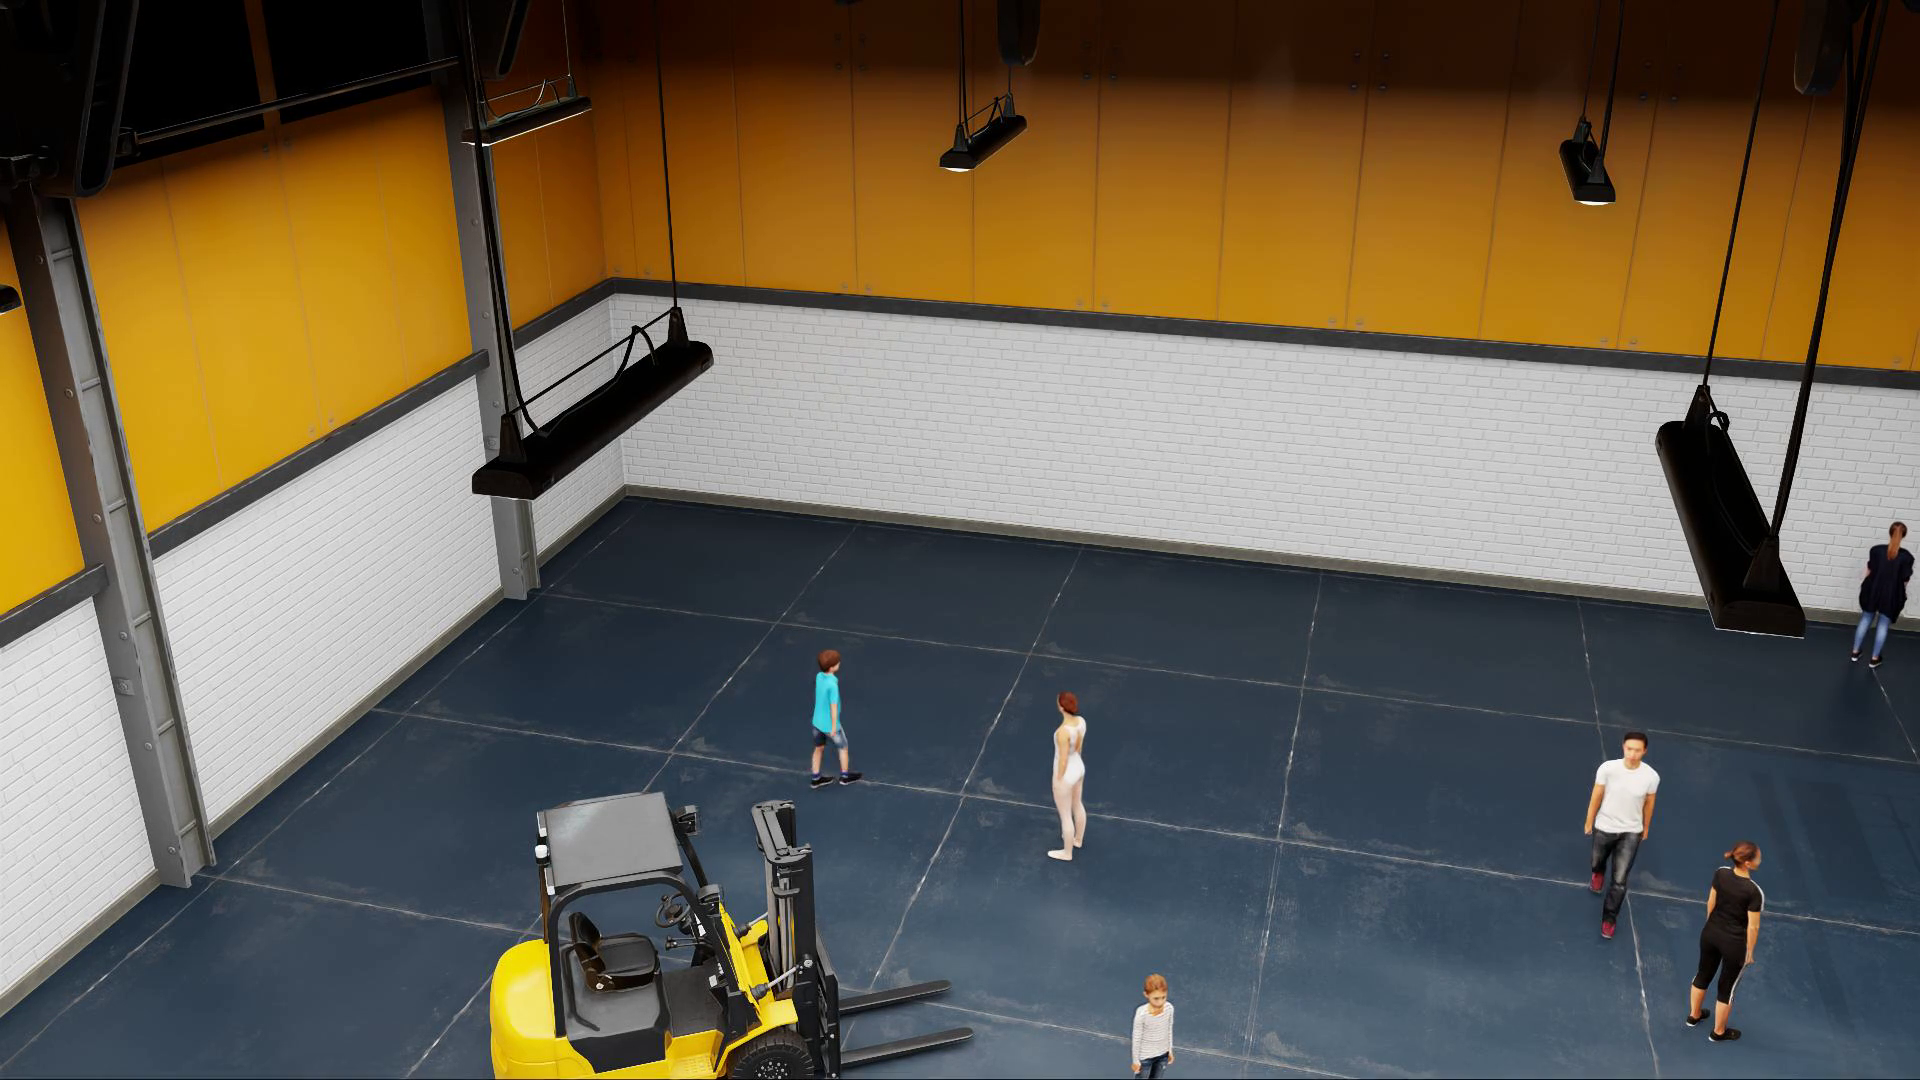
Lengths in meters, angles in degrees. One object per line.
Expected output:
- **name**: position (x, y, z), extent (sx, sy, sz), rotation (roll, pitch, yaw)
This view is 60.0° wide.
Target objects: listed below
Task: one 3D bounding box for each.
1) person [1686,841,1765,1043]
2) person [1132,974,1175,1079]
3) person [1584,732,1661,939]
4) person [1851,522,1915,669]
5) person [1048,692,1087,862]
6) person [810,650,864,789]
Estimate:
- **person**: position (5.767, 2.995, 12.502), extent (0.713, 1.668, 0.639), rotation (-11, 26, -24)
- **person**: position (1.336, 3.580, 11.605), extent (0.554, 1.315, 0.606), rotation (-11, 26, -23)
- **person**: position (5.481, 2.350, 13.842), extent (0.721, 1.778, 1.122), rotation (9, 25, 19)
- **person**: position (9.995, 0.590, 17.987), extent (0.721, 1.682, 0.732), rotation (21, 31, 39)
- **person**: position (0.972, 2.065, 14.663), extent (0.664, 1.643, 0.515), rotation (14, 27, 29)
- **person**: position (-1.321, 1.713, 15.729), extent (0.825, 1.433, 0.746), rotation (-17, 29, -34)
